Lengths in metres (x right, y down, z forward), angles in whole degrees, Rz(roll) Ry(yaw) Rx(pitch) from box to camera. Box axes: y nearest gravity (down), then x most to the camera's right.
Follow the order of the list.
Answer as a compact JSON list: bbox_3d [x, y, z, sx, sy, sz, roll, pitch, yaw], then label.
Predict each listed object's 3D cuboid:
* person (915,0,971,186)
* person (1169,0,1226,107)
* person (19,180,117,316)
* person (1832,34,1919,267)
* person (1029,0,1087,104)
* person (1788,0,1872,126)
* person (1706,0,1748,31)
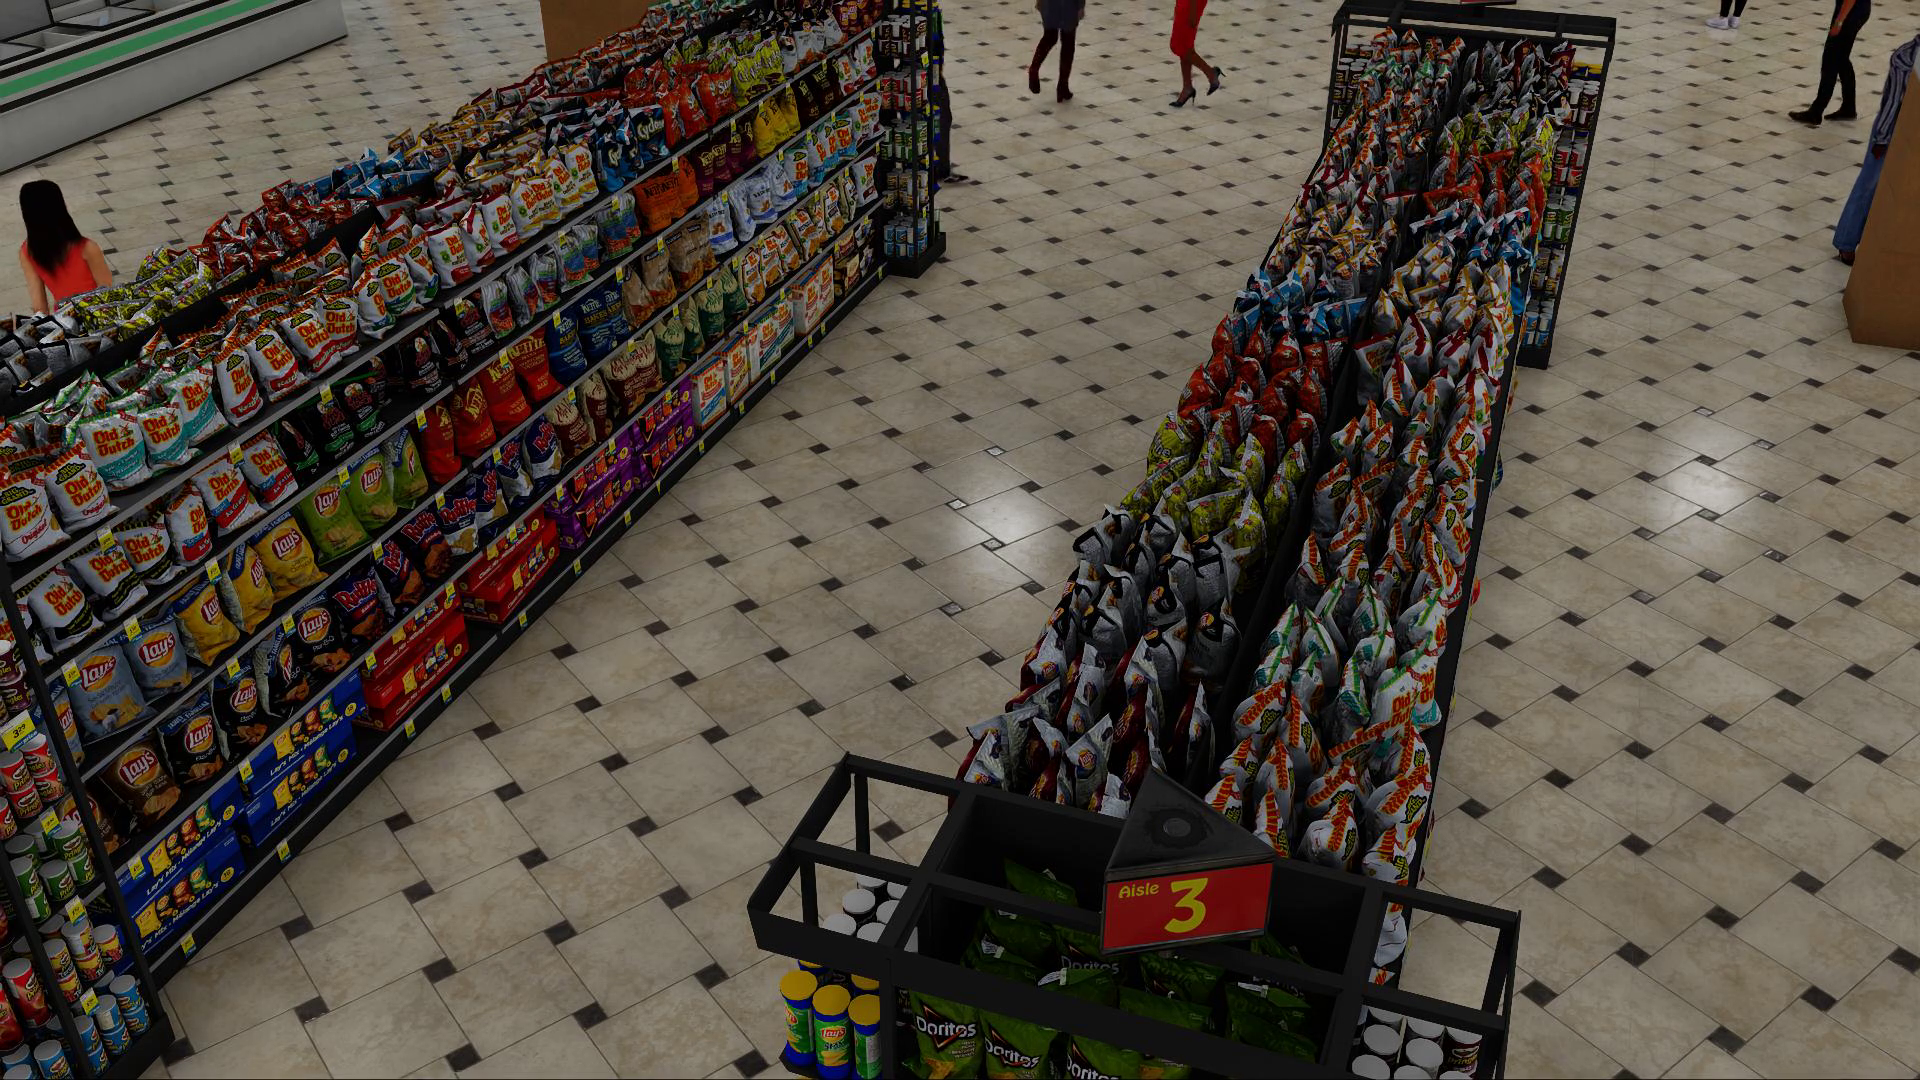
[{"bbox_3d":[-0.340,-3.519,12.475,1.041,1.807,1.086,-7,32,-10],"label":"person"},{"bbox_3d":[2.052,-4.551,14.207,0.778,1.730,0.773,1,32,1],"label":"person"},{"bbox_3d":[-4.456,-0.954,8.468,0.793,1.684,1.182,3,32,5],"label":"person"},{"bbox_3d":[6.340,-2.757,11.262,0.690,1.794,0.751,-14,34,-21],"label":"person"},{"bbox_3d":[0.830,-4.580,14.286,0.680,1.696,0.890,18,36,26],"label":"person"},{"bbox_3d":[7.429,-4.340,13.808,0.840,1.792,0.787,24,39,33],"label":"person"},{"bbox_3d":[7.762,-5.921,16.496,0.712,1.639,0.747,-8,33,-12],"label":"person"}]
